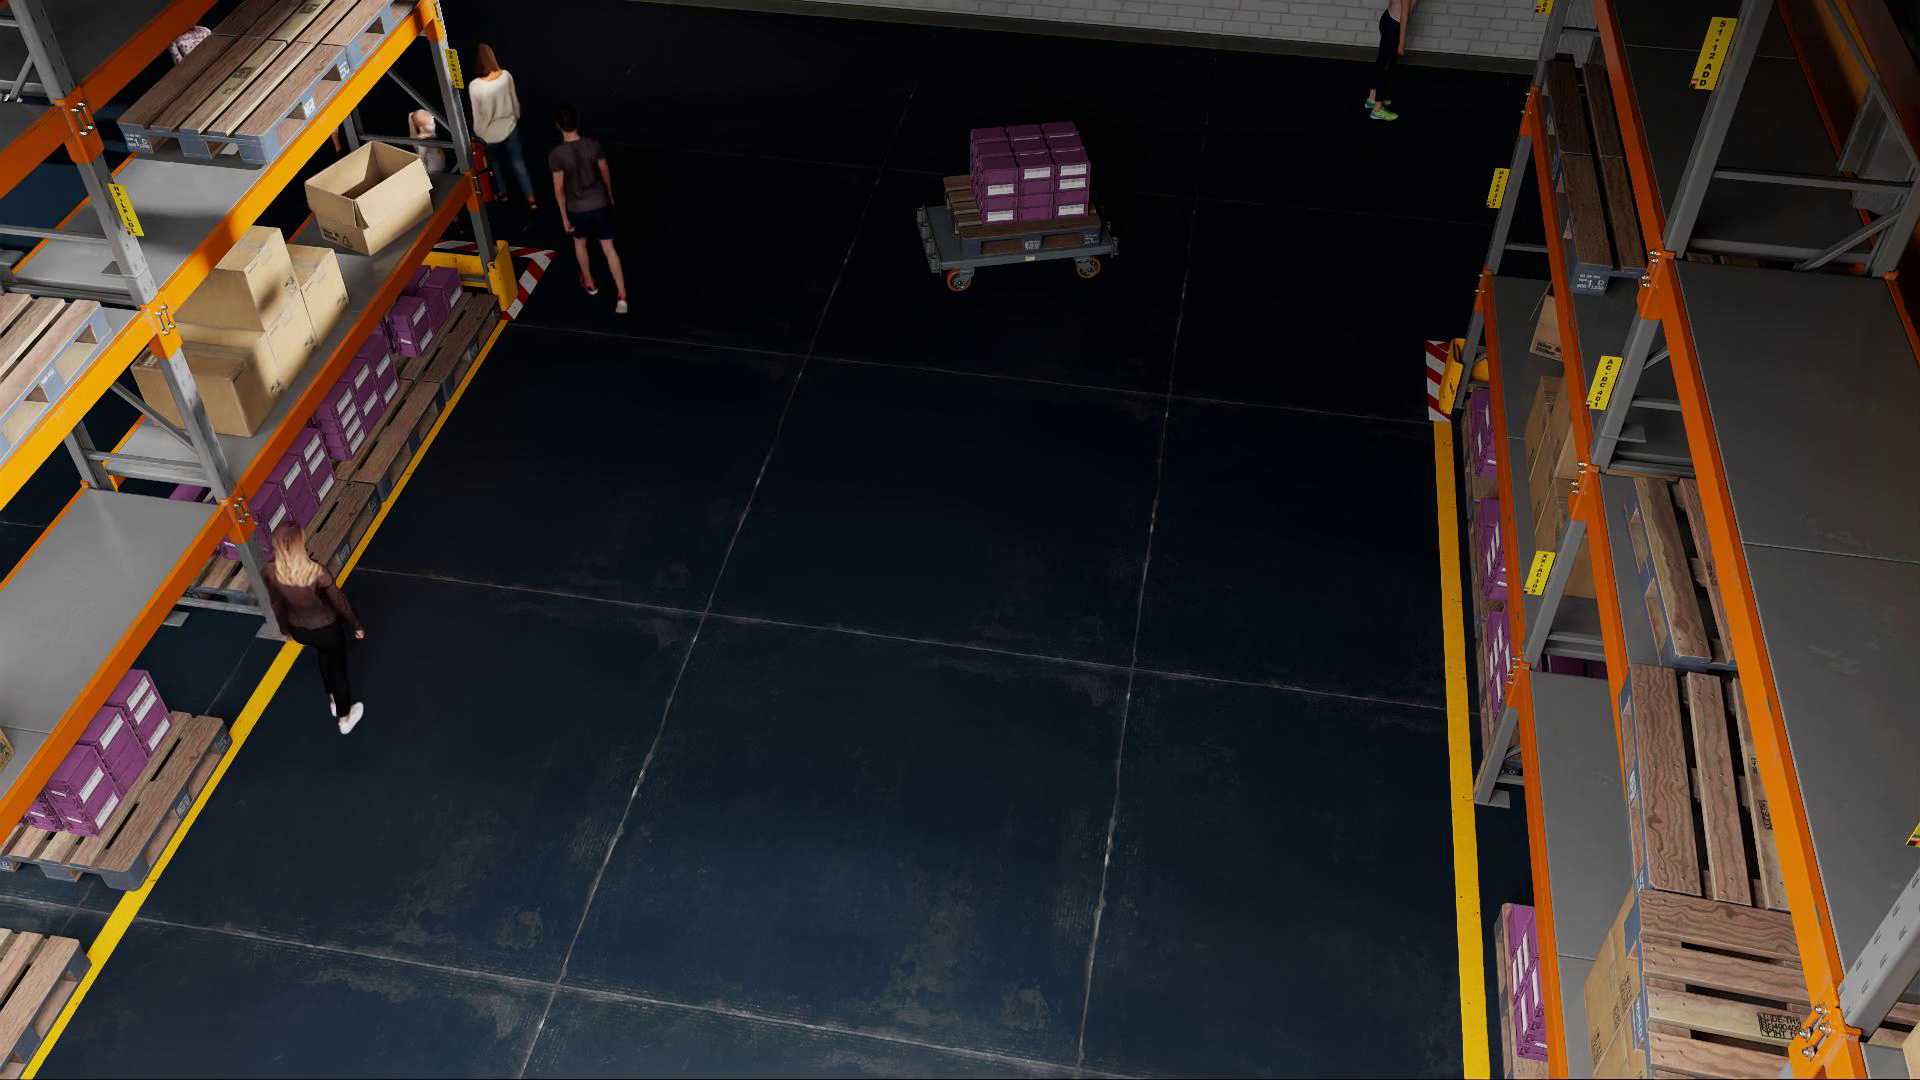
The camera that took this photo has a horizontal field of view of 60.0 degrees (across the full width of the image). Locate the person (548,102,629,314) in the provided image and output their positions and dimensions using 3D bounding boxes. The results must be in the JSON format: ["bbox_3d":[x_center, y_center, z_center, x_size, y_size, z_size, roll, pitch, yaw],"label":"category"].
[{"bbox_3d":[-3.033,-2.683,13.683,1.054,1.824,1.195,-20,47,-19],"label":"person"}]

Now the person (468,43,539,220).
[{"bbox_3d":[-4.051,-3.591,14.760,1.009,1.654,1.050,-26,49,-25],"label":"person"}]

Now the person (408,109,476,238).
[{"bbox_3d":[-4.711,-3.212,14.656,0.697,1.247,0.916,-4,44,-4],"label":"person"}]

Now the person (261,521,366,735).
[{"bbox_3d":[-4.024,0.615,10.318,0.632,1.691,0.561,6,44,7],"label":"person"}]

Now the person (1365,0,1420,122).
[{"bbox_3d":[4.195,-4.932,16.132,0.695,1.702,0.533,-1,44,-1],"label":"person"}]
